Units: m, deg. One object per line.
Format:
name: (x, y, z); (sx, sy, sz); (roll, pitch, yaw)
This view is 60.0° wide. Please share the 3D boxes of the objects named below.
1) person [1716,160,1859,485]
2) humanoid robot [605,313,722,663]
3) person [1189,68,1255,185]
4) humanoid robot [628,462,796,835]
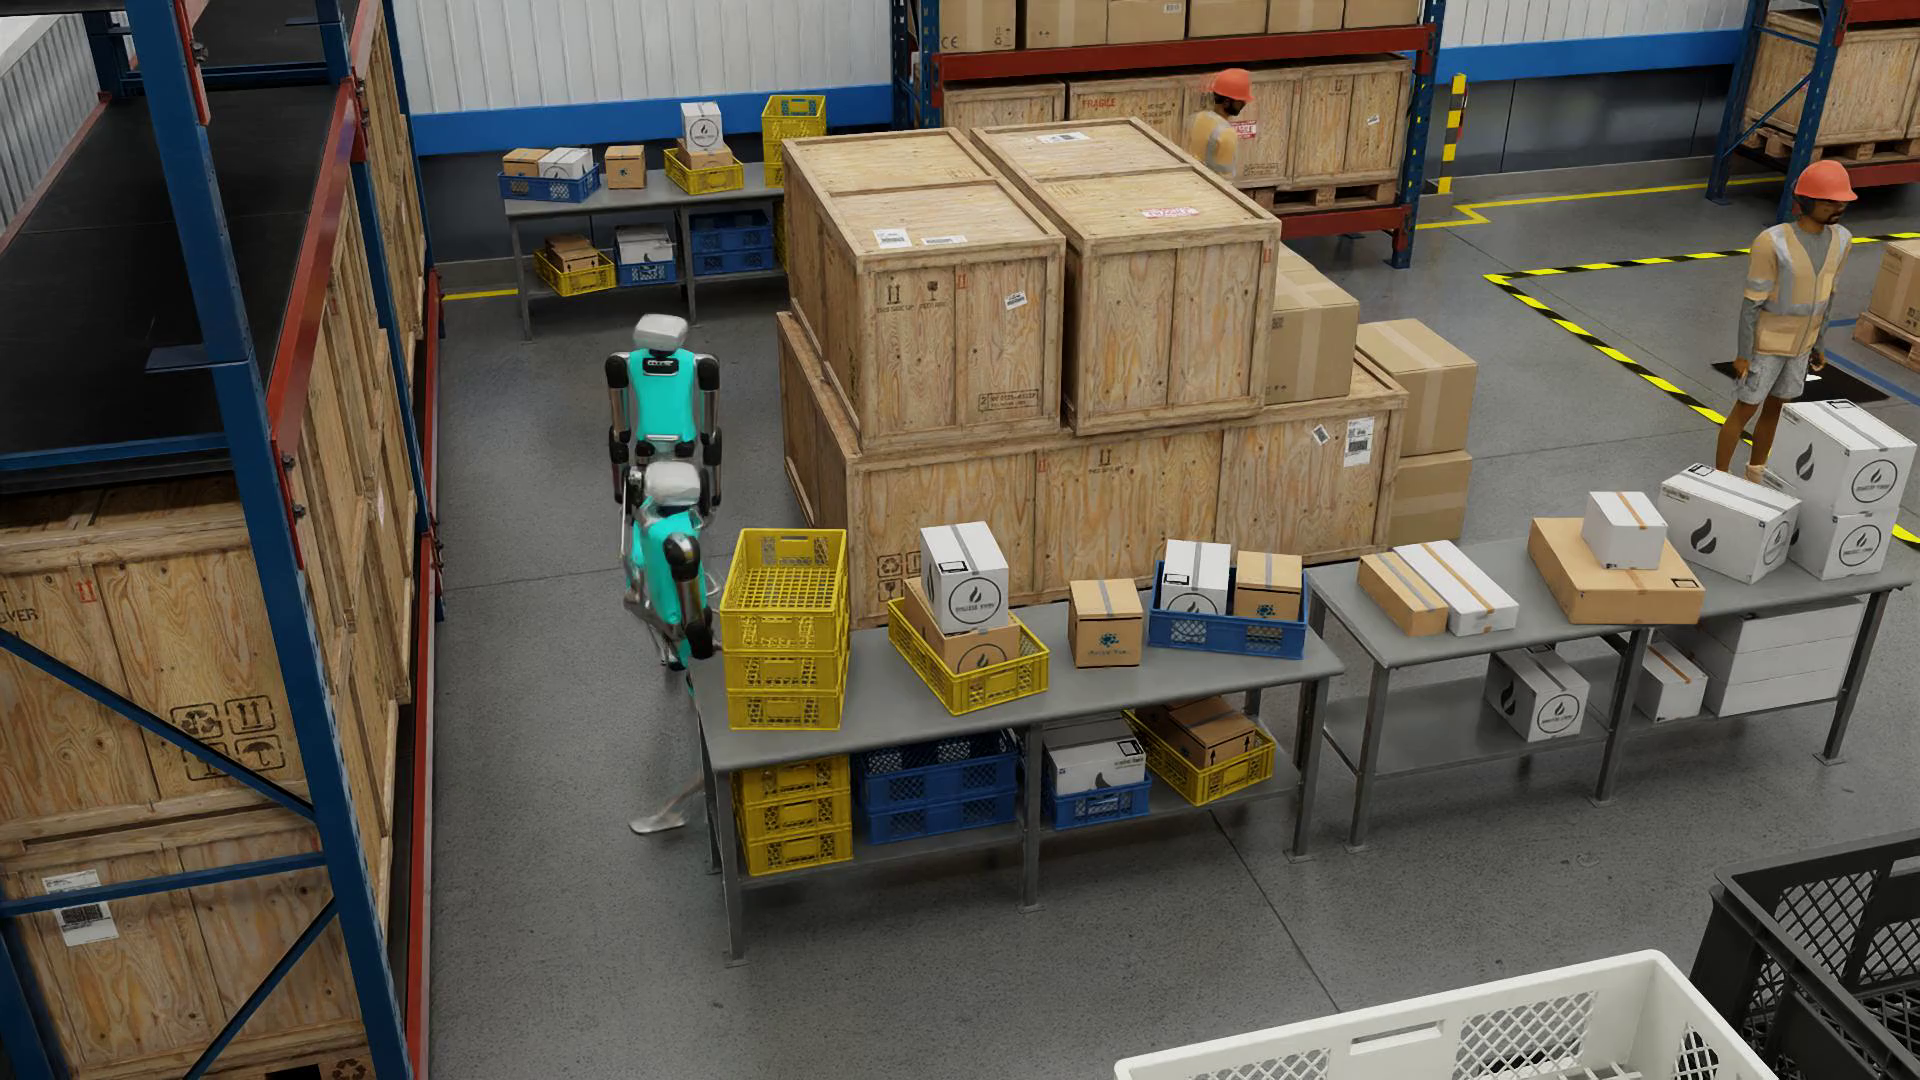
person: (4.598, -1.104, 9.280); (0.606, 2.048, 0.365); (-9, 30, -16)
humanoid robot: (-1.385, -0.119, 7.836); (0.552, 1.806, 0.813); (-1, 29, -1)
person: (1.715, -2.351, 11.684); (0.568, 1.911, 0.544); (-10, 31, -18)
humanoid robot: (-0.944, 0.443, 6.791); (1.008, 1.737, 0.554); (-13, 31, -22)
